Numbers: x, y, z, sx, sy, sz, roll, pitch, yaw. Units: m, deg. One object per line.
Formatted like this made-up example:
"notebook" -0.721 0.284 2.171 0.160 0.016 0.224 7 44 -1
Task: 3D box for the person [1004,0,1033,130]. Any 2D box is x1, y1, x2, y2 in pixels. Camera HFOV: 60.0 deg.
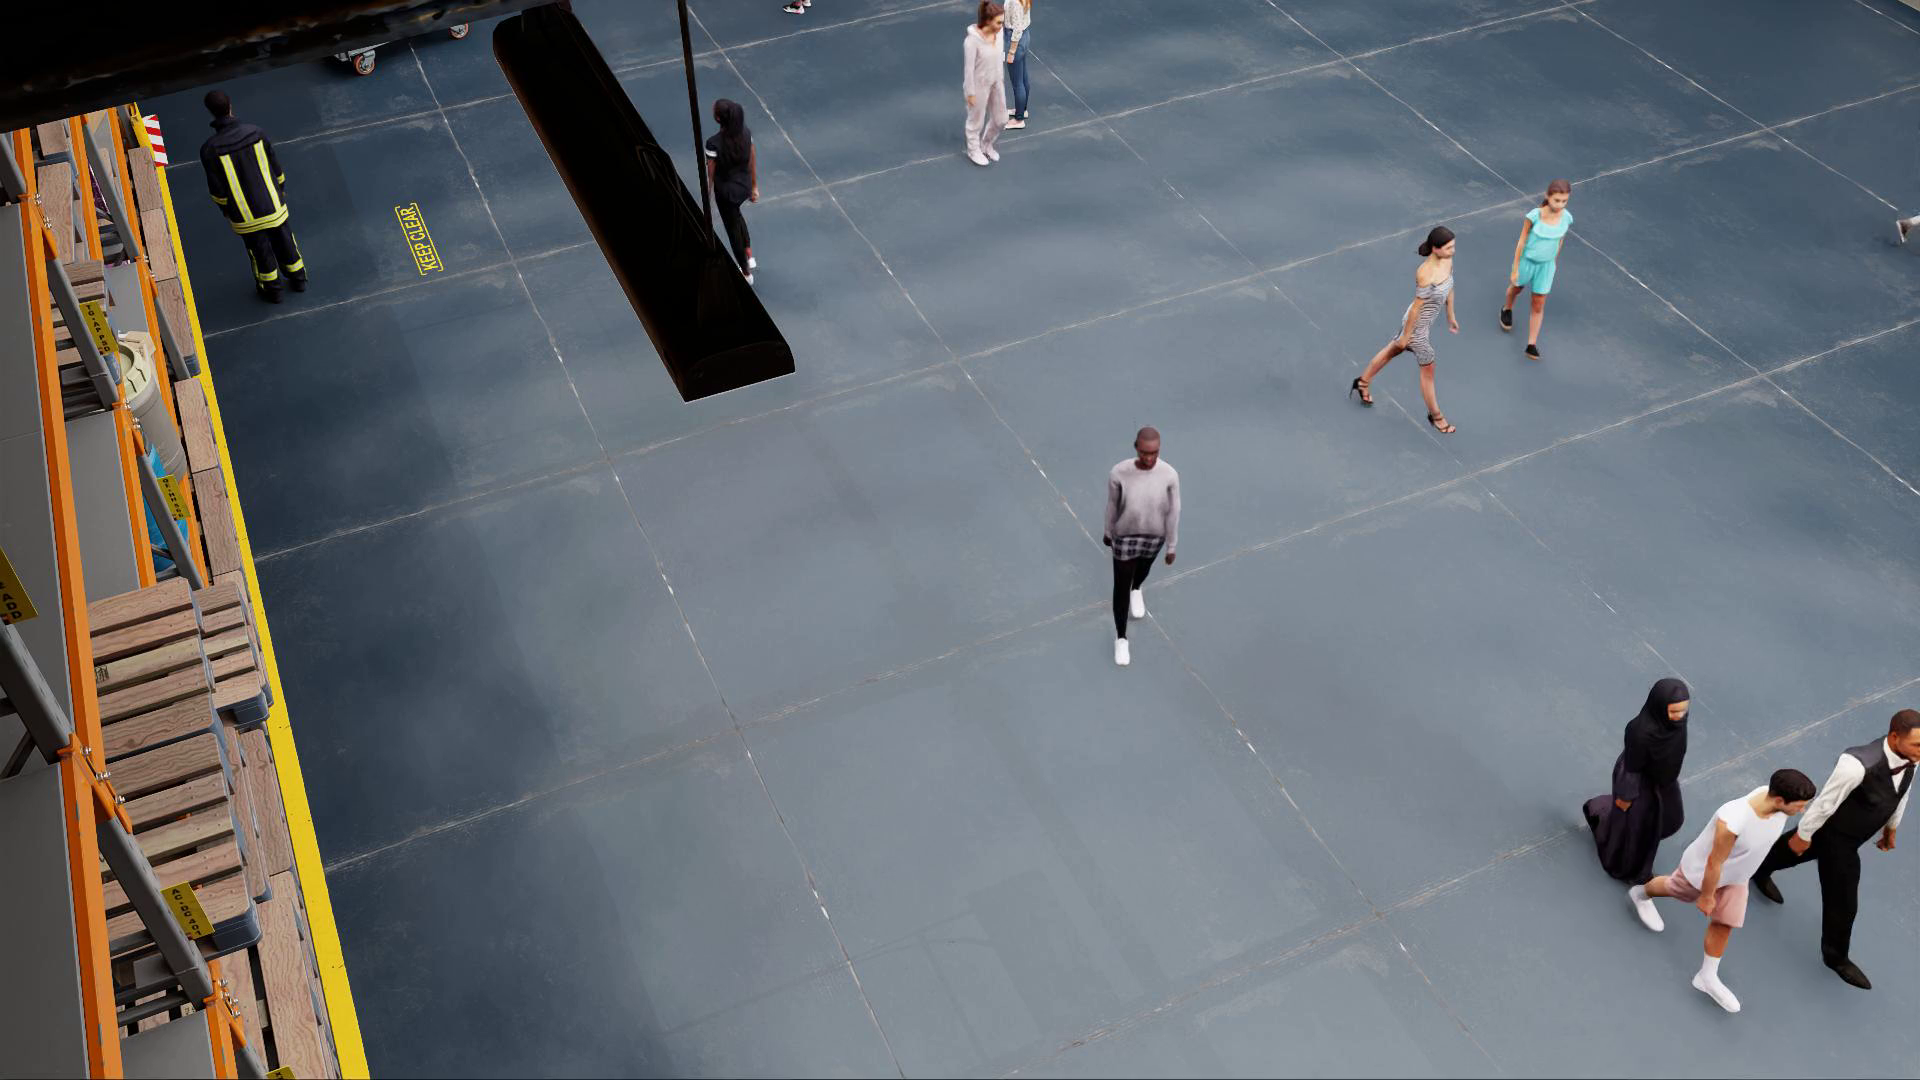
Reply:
"person" 0.569 -4.836 16.142 0.713 1.729 0.626 8 44 8

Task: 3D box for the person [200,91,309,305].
"person" -5.929 -2.875 13.943 0.858 1.922 0.786 -31 52 -29

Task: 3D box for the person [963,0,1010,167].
"person" 0.171 -4.325 15.652 0.731 1.665 0.724 -30 51 -27

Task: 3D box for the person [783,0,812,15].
"person" -1.789 -6.517 17.987 0.763 1.617 0.715 20 47 19

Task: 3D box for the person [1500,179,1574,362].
"person" 4.686 -2.304 13.640 0.914 1.514 1.122 4 44 4

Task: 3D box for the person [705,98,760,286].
"person" -1.873 -2.926 14.145 0.761 1.718 0.731 31 52 28

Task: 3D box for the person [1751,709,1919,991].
"person" 4.905 1.539 9.349 0.719 1.869 1.222 -19 47 -19

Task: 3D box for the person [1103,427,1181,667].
"person" 1.209 -0.089 11.156 0.922 1.734 1.148 0 44 0

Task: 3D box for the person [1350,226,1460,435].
"person" 3.430 -1.655 12.779 1.186 1.762 0.993 24 48 23

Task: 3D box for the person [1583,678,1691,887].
"person" 3.975 1.343 9.746 0.664 1.605 0.803 -27 50 -25

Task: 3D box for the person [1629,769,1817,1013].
"person" 4.139 1.752 9.230 0.684 1.724 1.135 -16 46 -16
